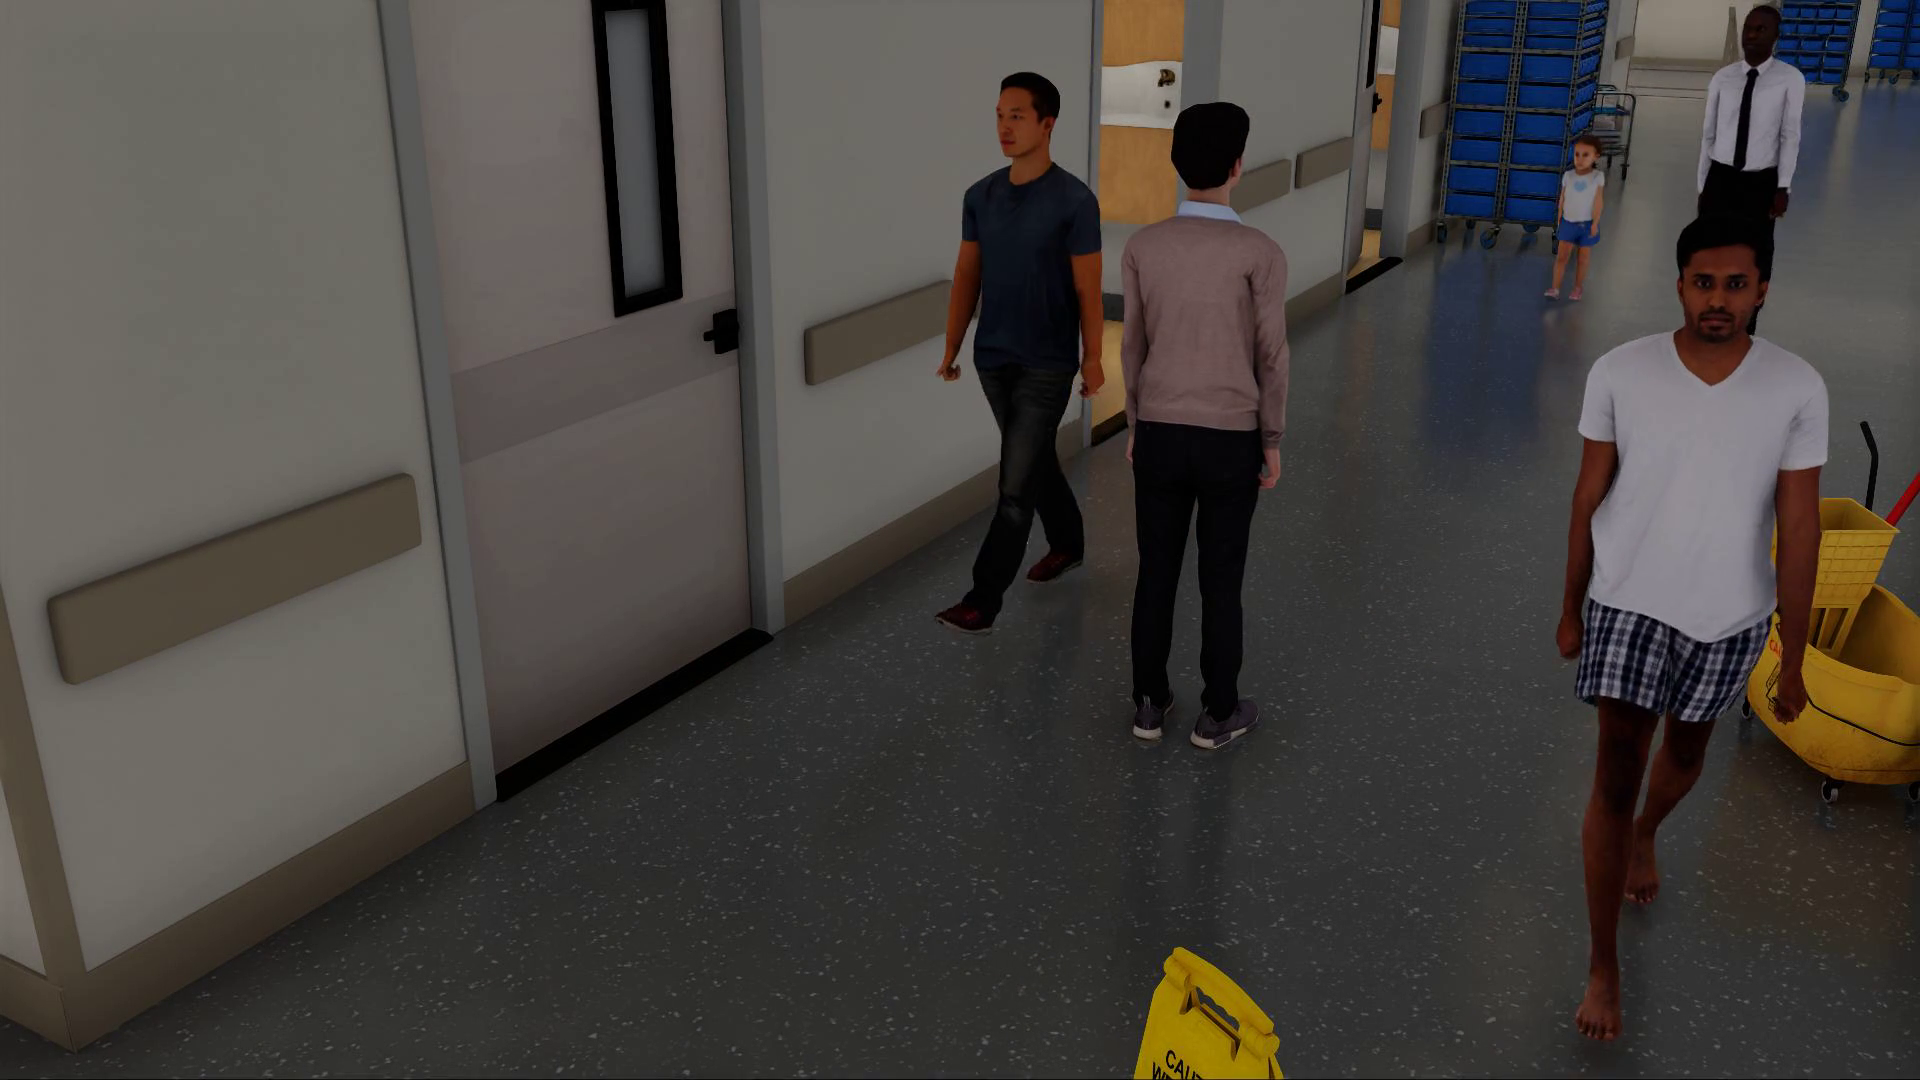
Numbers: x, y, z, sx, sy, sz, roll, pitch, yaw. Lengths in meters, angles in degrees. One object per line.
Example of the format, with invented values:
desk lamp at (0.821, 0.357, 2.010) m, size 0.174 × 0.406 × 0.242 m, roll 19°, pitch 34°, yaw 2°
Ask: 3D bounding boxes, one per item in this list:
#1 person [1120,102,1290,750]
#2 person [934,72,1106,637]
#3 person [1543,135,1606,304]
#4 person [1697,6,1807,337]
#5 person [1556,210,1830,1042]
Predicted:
person at (0.659, -0.290, 4.617) m, size 0.634 × 1.810 × 0.562 m, roll 10°, pitch 23°, yaw 24°
person at (0.265, -0.595, 5.499) m, size 0.806 × 1.757 × 1.216 m, roll 16°, pitch 26°, yaw 36°
person at (3.799, -1.950, 10.138) m, size 0.437 × 1.004 × 0.645 m, roll 13°, pitch 24°, yaw 30°
person at (4.073, -1.783, 8.578) m, size 0.725 × 1.797 × 1.217 m, roll 14°, pitch 25°, yaw 33°
person at (1.581, 0.143, 3.647) m, size 0.790 × 1.688 × 1.169 m, roll 8°, pitch 22°, yaw 19°
